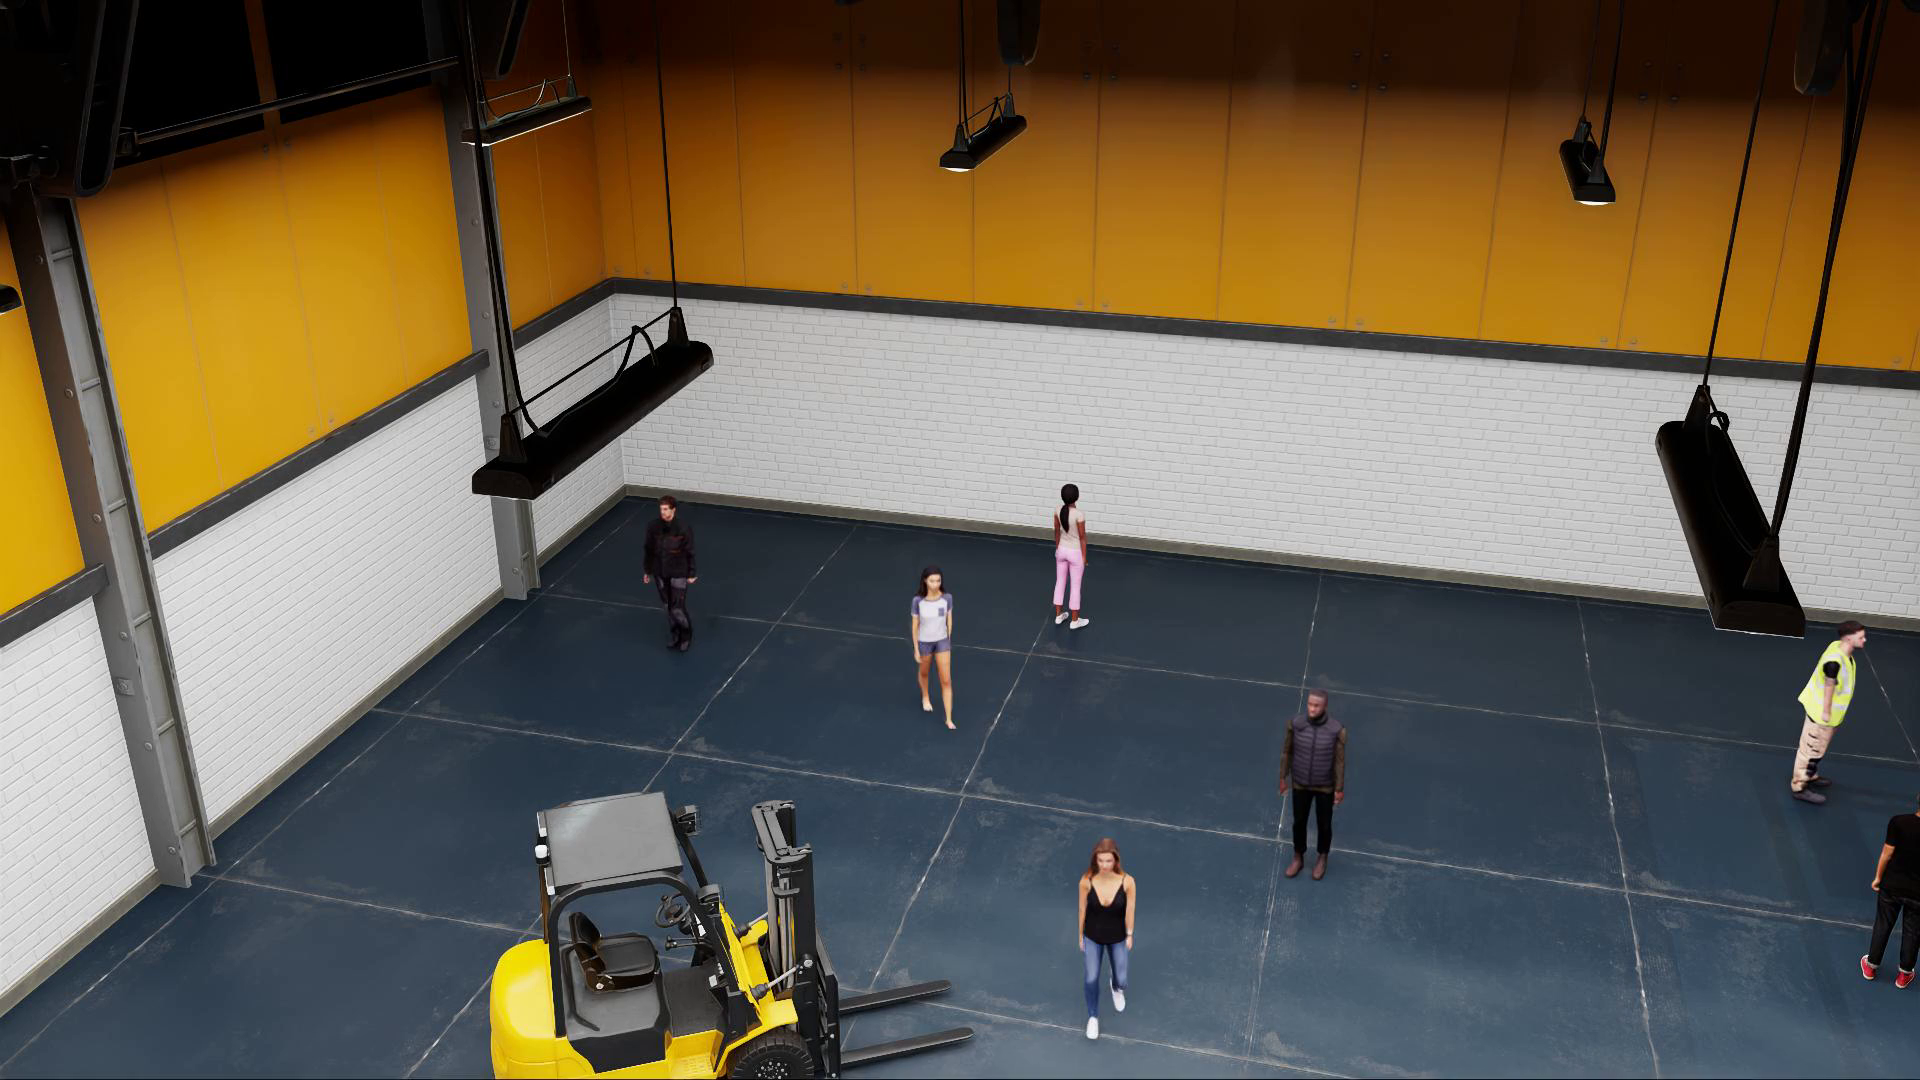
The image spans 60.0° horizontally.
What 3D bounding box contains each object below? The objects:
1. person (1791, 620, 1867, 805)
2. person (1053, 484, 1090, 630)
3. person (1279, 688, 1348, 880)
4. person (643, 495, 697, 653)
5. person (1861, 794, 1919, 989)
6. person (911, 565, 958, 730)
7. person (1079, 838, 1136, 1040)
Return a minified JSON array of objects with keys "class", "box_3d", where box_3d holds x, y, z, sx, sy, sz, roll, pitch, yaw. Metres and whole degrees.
[{"class":"person","box_3d":[8.110,1.567,15.554,0.841,1.841,0.730,15,28,31]},{"class":"person","box_3d":[1.249,0.165,18.886,0.646,1.741,0.643,18,30,36]},{"class":"person","box_3d":[3.078,2.090,14.368,0.763,1.833,0.657,11,26,24]},{"class":"person","box_3d":[-3.149,0.338,18.383,0.749,1.827,0.674,9,25,19]},{"class":"person","box_3d":[7.446,2.706,13.059,0.680,1.754,0.617,13,27,27]},{"class":"person","box_3d":[-0.311,1.028,16.969,0.886,1.695,1.129,-4,24,-10]},{"class":"person","box_3d":[1.100,2.943,12.565,0.645,1.714,0.763,2,24,5]}]
